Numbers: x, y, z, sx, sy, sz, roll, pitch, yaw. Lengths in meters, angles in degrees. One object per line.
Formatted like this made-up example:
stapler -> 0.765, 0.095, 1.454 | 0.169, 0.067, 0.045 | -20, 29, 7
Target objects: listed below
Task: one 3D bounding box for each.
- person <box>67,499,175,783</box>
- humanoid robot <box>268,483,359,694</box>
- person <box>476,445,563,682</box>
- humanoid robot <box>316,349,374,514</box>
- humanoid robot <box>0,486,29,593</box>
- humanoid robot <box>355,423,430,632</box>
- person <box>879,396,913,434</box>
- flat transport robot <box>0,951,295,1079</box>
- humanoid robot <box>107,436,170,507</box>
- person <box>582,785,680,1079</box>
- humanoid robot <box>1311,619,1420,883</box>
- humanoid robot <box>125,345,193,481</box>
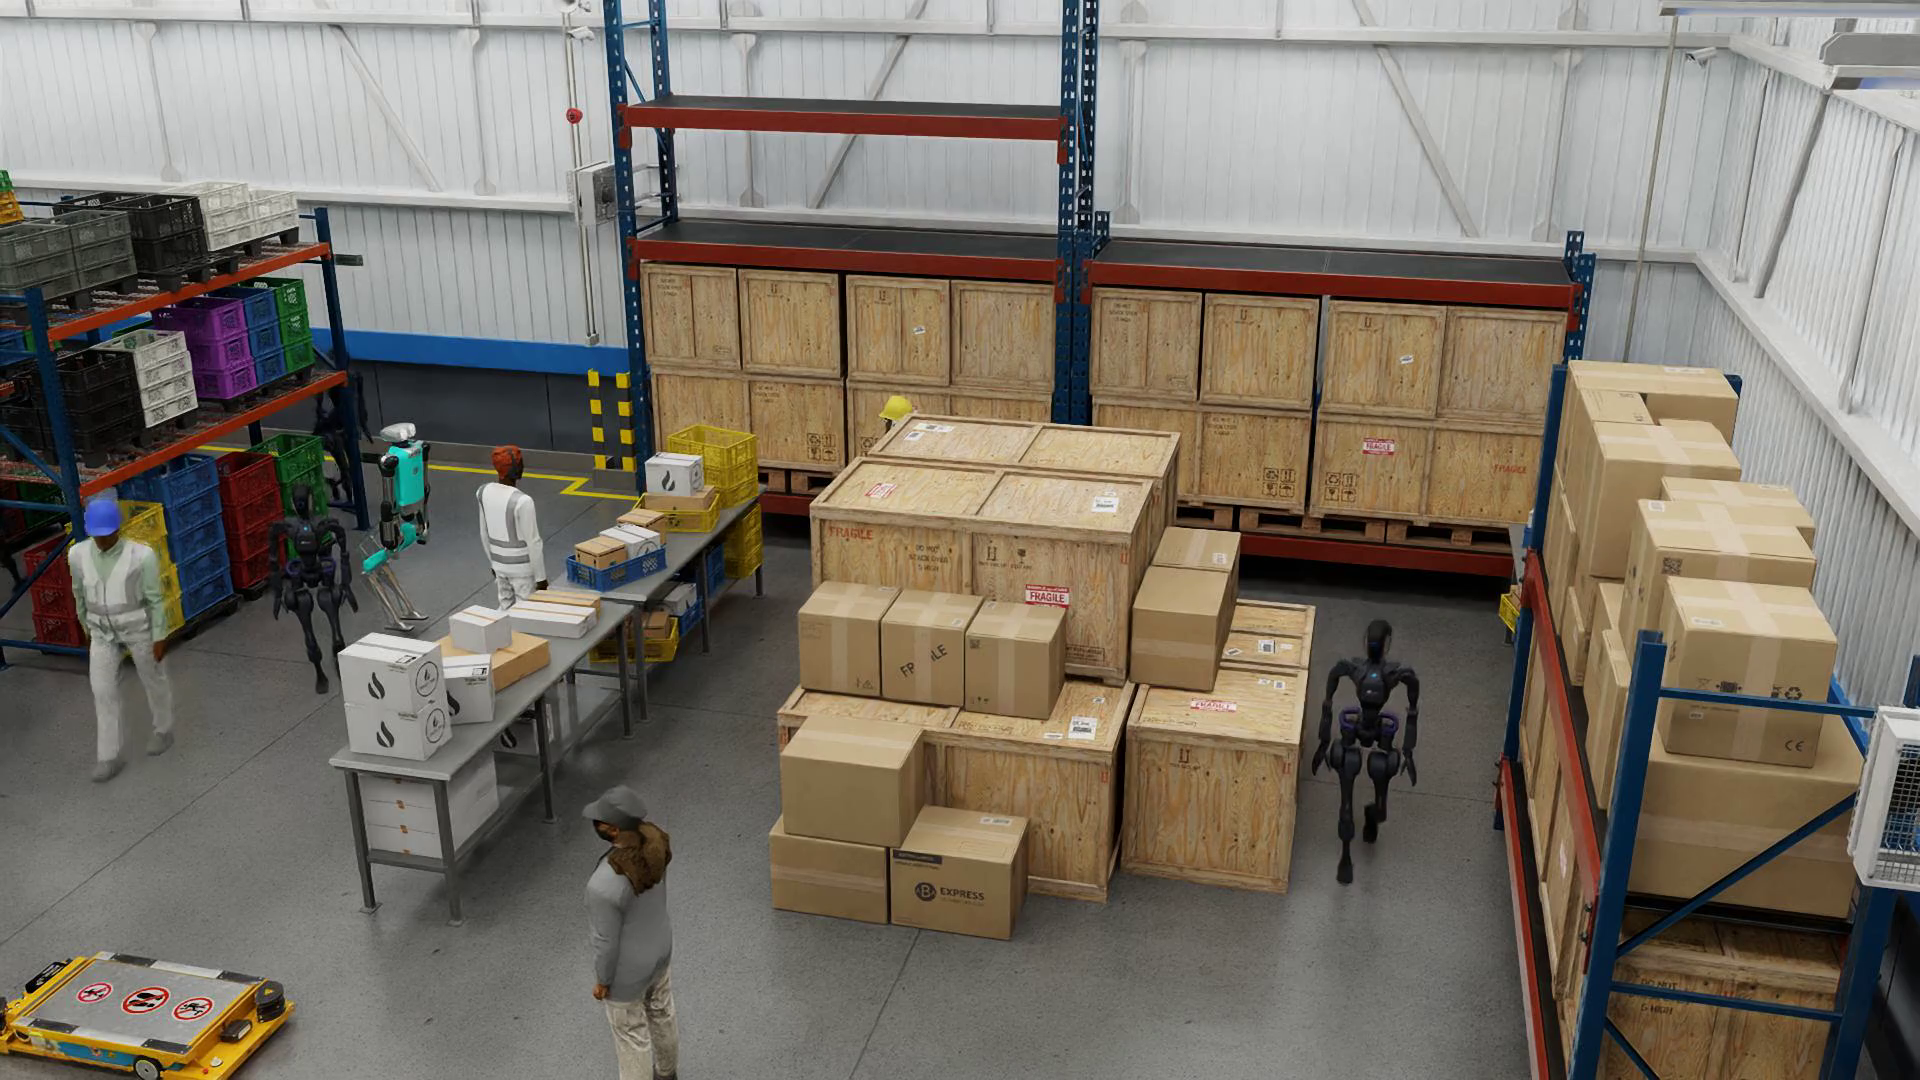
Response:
person -> -5.586, 0.660, 11.018 | 0.620, 1.907, 0.895 | -1, 21, -2
humanoid robot -> -4.734, 0.347, 12.165 | 0.589, 1.637, 0.348 | -7, 22, -18
person -> -3.256, 0.206, 12.247 | 0.582, 1.882, 0.350 | 14, 25, 32
humanoid robot -> -5.971, -1.073, 15.896 | 0.549, 1.622, 0.613 | 12, 24, 28
humanoid robot -> -8.177, -0.246, 13.793 | 0.615, 1.624, 0.786 | 5, 22, 13
humanoid robot -> -4.537, -0.121, 13.167 | 0.734, 1.692, 0.534 | 7, 22, 18
person -> -0.493, -0.291, 13.614 | 0.404, 1.831, 0.599 | 5, 21, 12
flat transport robot -> -4.270, 2.464, 8.601 | 1.431, 0.231, 0.659 | 5, 22, 13
humanoid robot -> -7.185, -0.677, 14.861 | 0.560, 1.856, 0.841 | 5, 21, 12
person -> -1.529, 1.952, 7.836 | 0.397, 1.769, 0.571 | 7, 22, 18
humanoid robot -> 2.427, 1.200, 9.953 | 0.616, 1.630, 0.620 | 5, 21, 12
humanoid robot -> -7.428, -0.998, 15.702 | 0.568, 1.856, 0.835 | 10, 23, 25
